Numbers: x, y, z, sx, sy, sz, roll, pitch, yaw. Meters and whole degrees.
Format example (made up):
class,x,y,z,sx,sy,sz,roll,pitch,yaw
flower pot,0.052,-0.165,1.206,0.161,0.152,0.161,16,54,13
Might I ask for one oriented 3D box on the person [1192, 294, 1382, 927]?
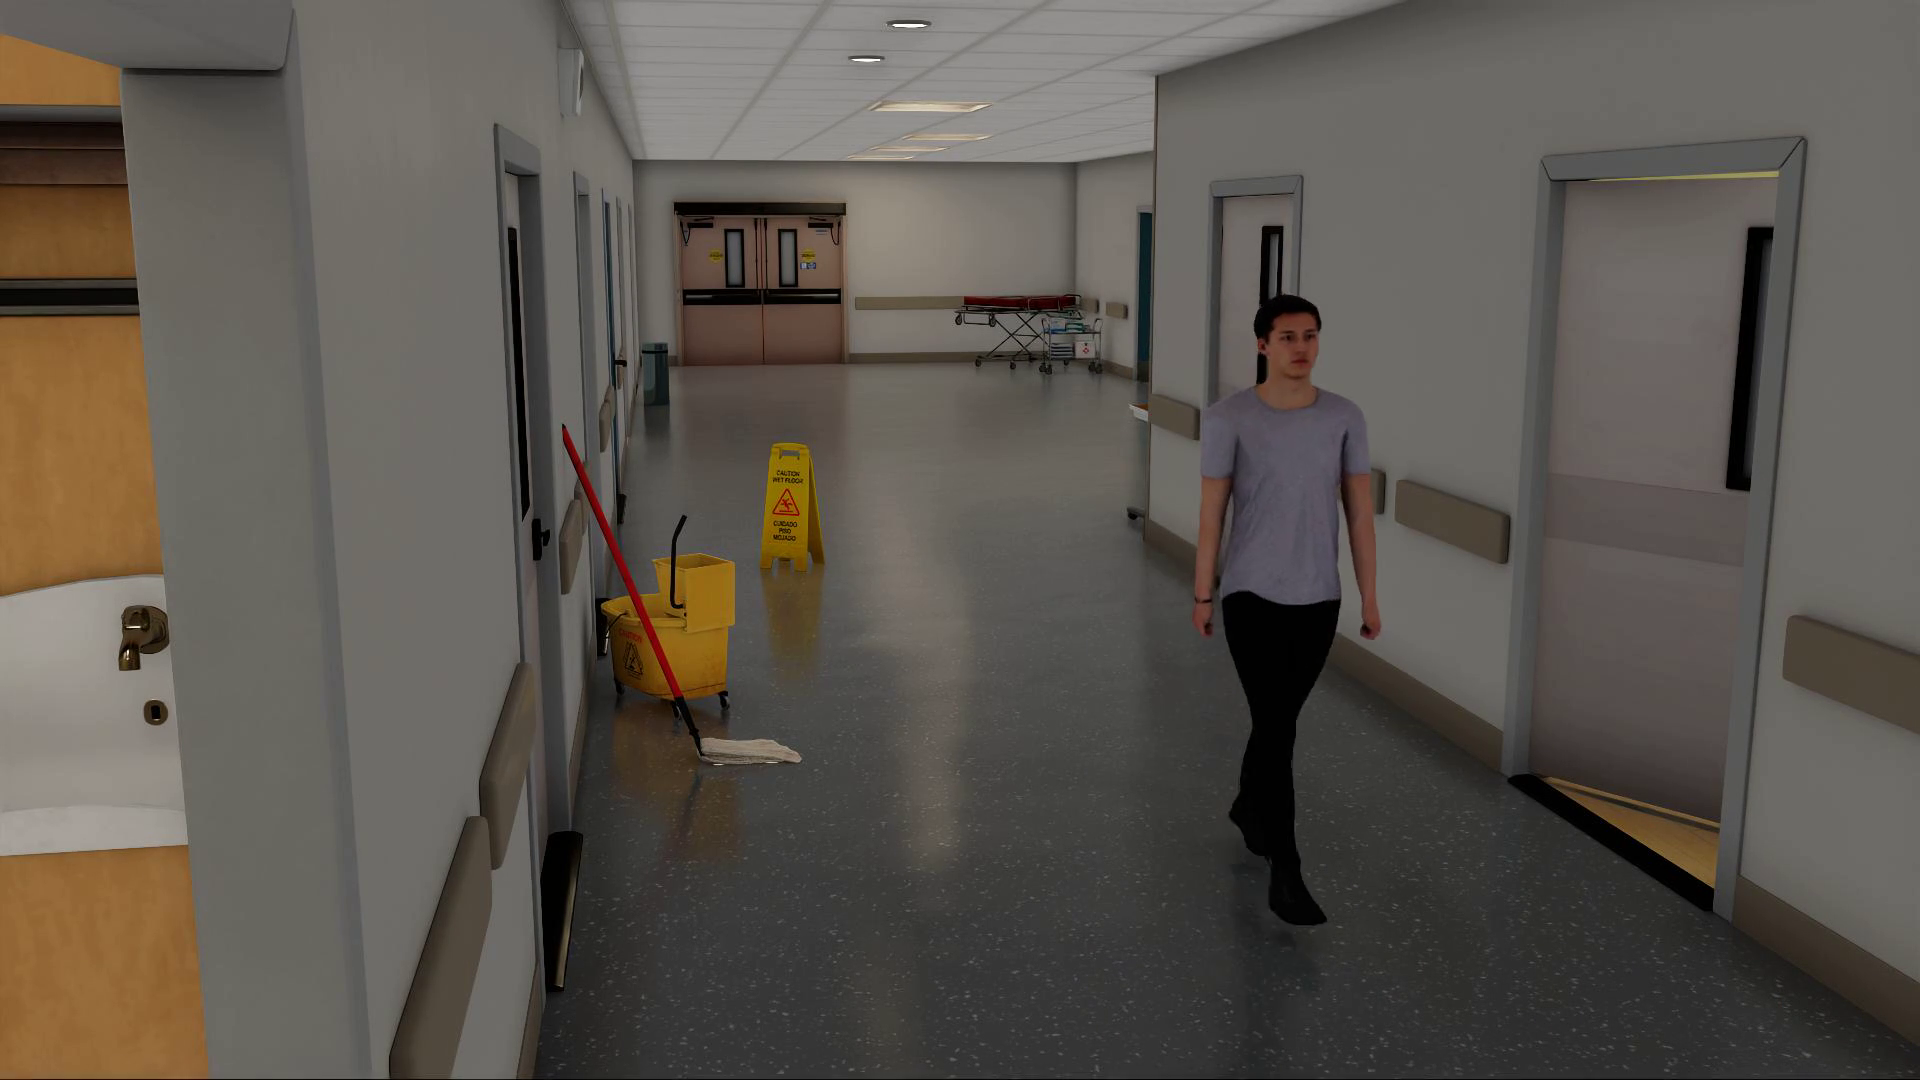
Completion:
class,x,y,z,sx,sy,sz,roll,pitch,yaw
person,0.984,0.188,5.197,0.687,1.822,1.134,-2,11,-8
